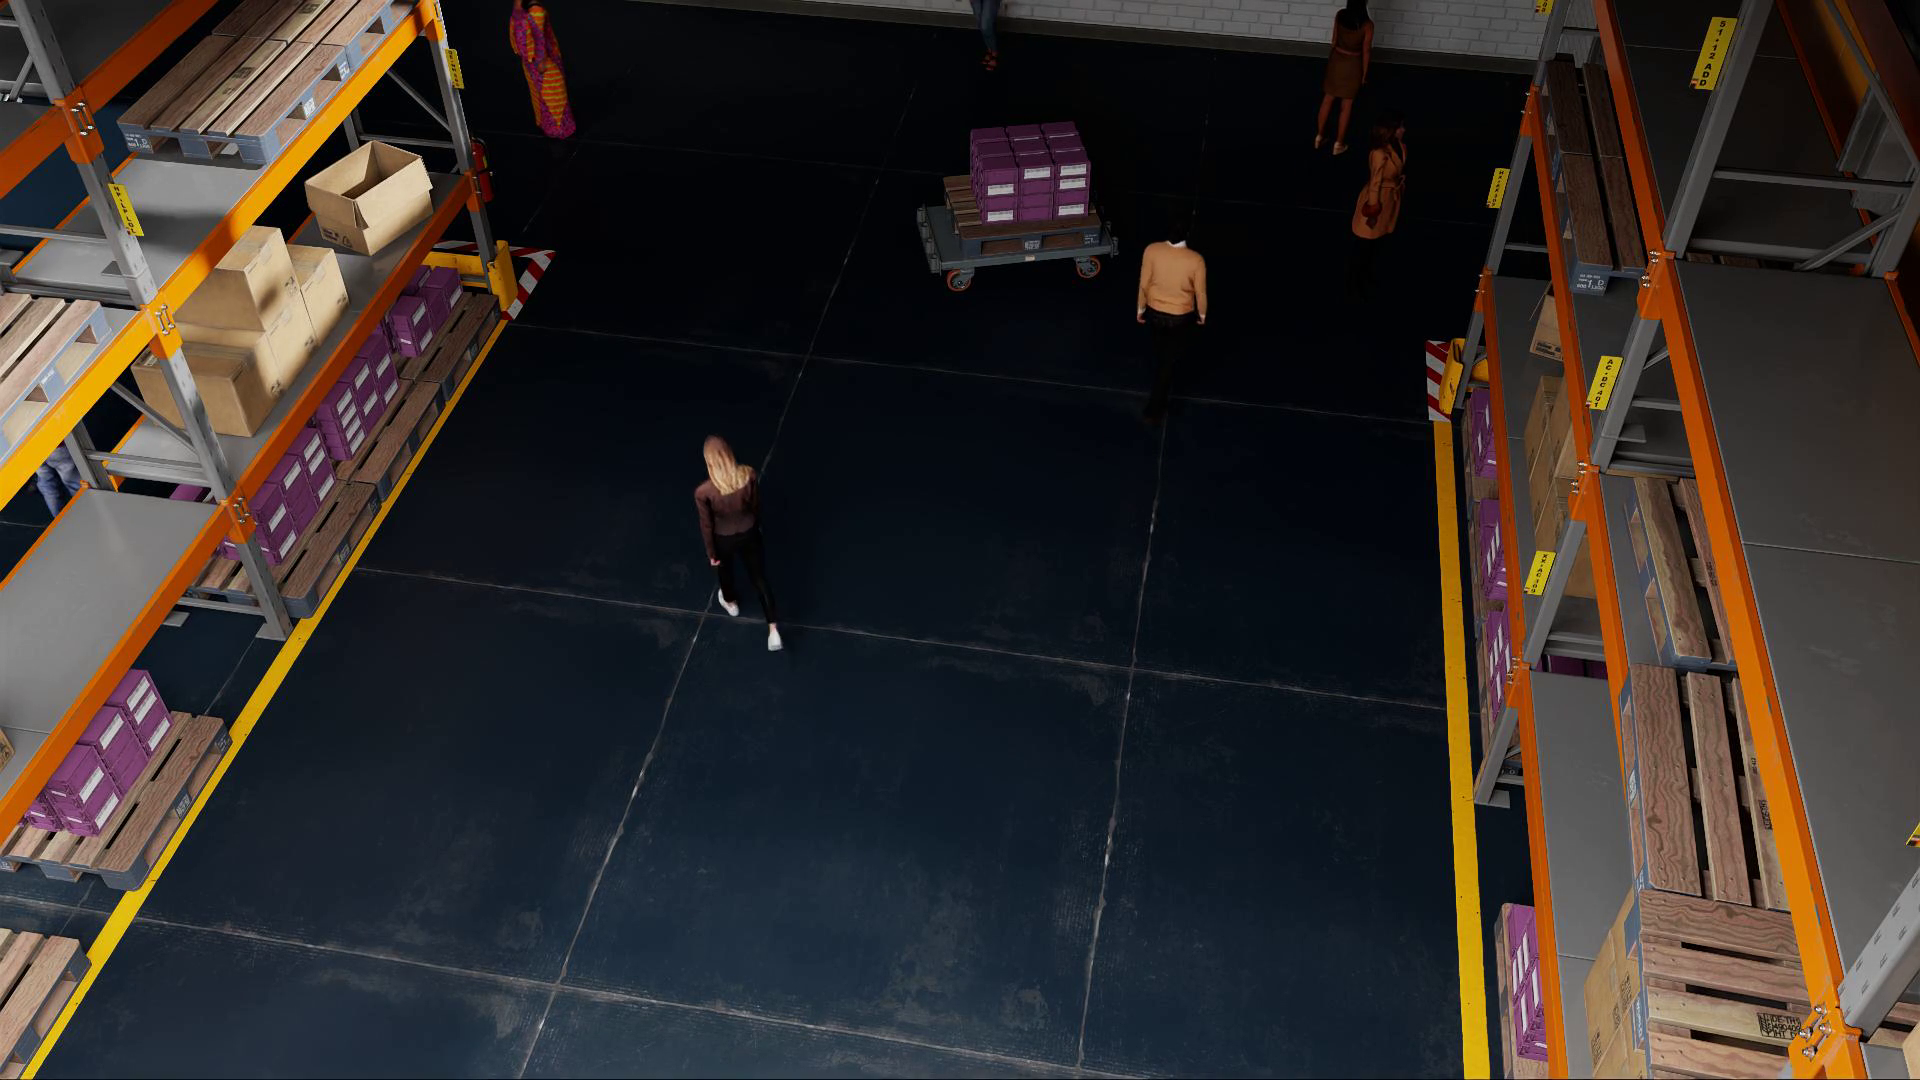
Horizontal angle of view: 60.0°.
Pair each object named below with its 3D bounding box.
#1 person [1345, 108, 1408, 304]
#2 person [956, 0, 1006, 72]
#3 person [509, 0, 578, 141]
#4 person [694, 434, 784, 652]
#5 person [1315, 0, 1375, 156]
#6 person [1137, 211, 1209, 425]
[{"bbox_3d":[3.485,-2.804,13.885,0.824,1.721,0.686,26,49,24],"label":"person"},{"bbox_3d":[0.287,-5.572,16.842,0.756,1.650,0.787,16,46,16],"label":"person"},{"bbox_3d":[-4.029,-4.659,15.869,0.869,1.671,0.808,-24,49,-23],"label":"person"},{"bbox_3d":[-1.436,0.034,10.935,1.011,1.681,1.151,-20,47,-20],"label":"person"},{"bbox_3d":[3.611,-4.410,15.595,0.634,1.688,0.650,30,51,28],"label":"person"},{"bbox_3d":[1.578,-1.675,12.707,0.879,1.711,1.249,17,46,17],"label":"person"}]
